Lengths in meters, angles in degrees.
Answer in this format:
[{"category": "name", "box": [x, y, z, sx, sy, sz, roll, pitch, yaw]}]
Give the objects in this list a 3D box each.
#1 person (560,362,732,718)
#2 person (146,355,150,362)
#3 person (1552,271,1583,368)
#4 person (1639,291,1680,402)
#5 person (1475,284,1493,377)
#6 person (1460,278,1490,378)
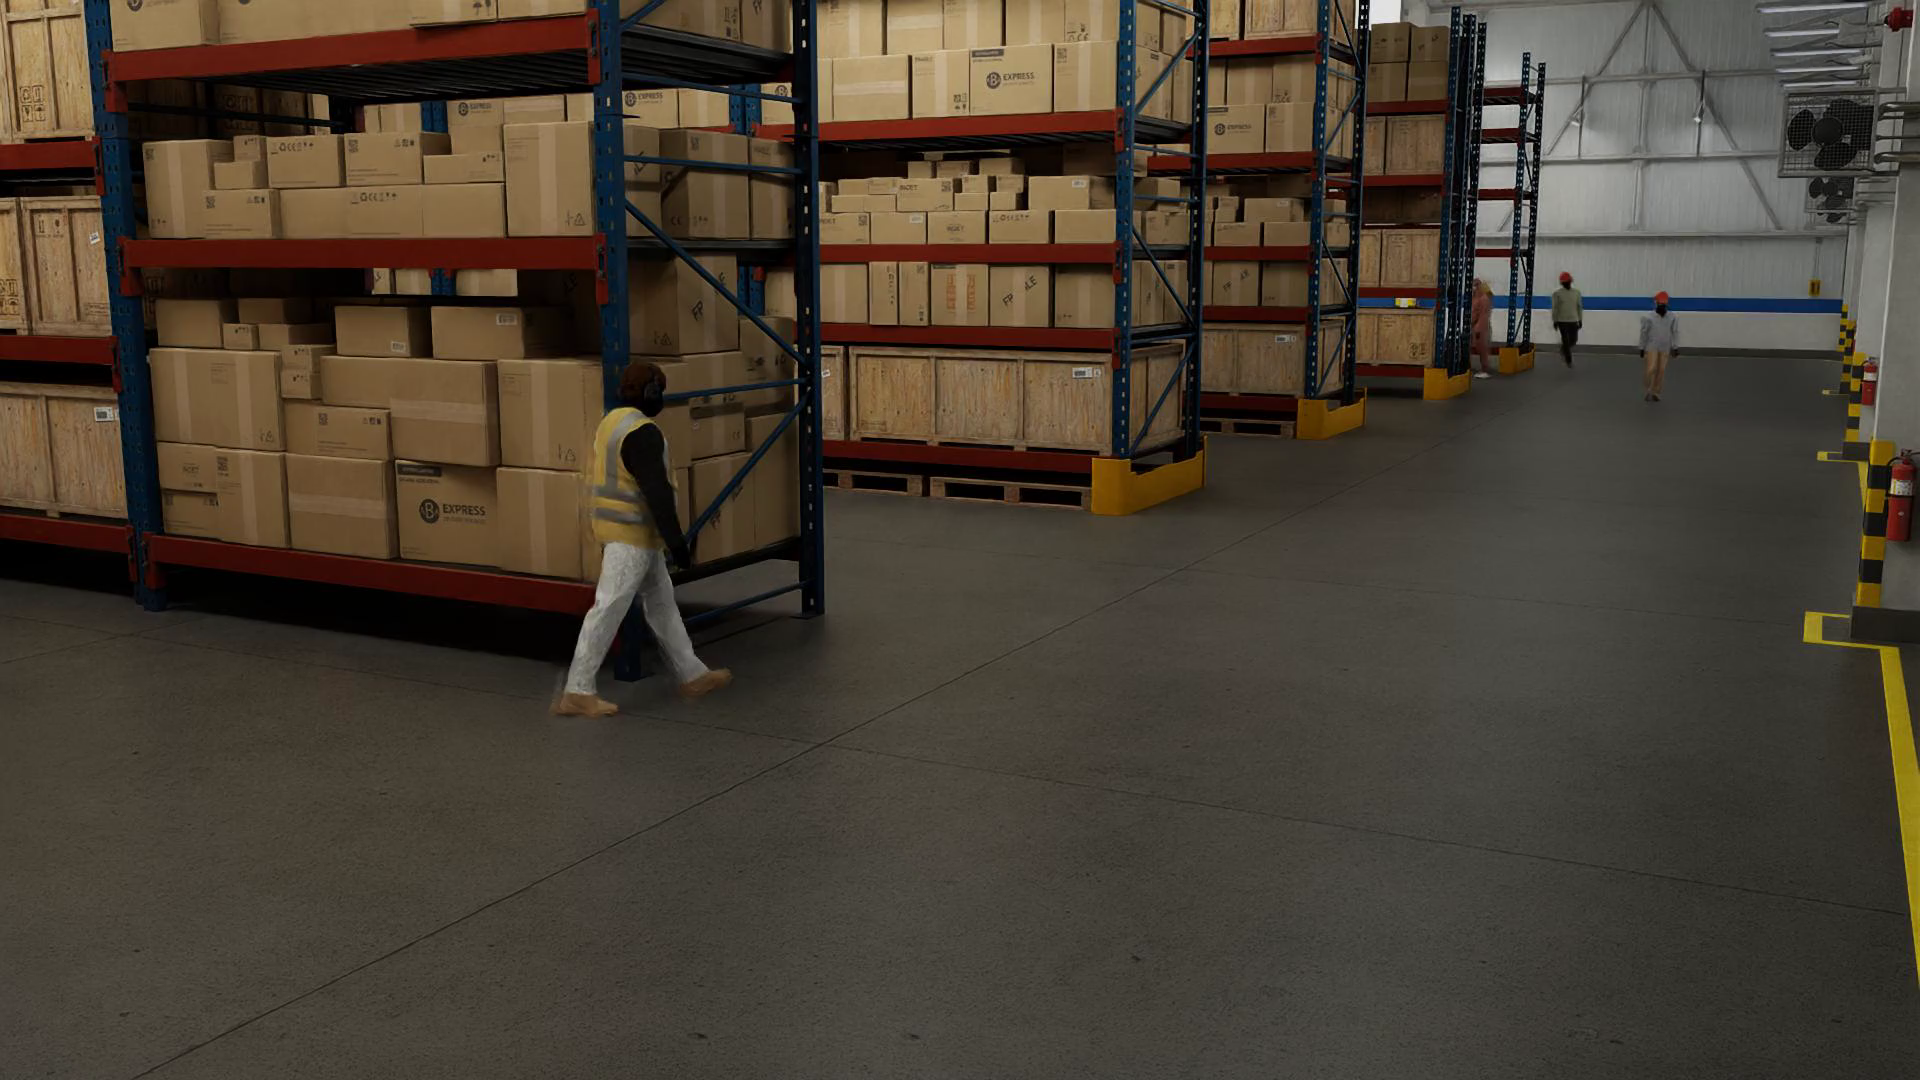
[{"category": "person", "box": [-1.643, -0.005, 8.485, 0.949, 1.782, 0.729, -4, 11, -21]}, {"category": "person", "box": [-7.732, -1.391, 16.185, 0.996, 1.900, 0.540, 3, 10, 19]}, {"category": "person", "box": [12.342, -4.491, 33.901, 0.633, 1.957, 0.637, 0, 10, -2]}, {"category": "person", "box": [10.975, -3.020, 26.054, 0.568, 1.730, 0.612, 1, 10, 4]}, {"category": "person", "box": [9.861, -3.929, 31.291, 0.313, 1.740, 0.486, 3, 10, 19]}, {"category": "person", "box": [9.507, -3.914, 30.867, 0.901, 1.856, 0.655, -4, 10, -20]}]
